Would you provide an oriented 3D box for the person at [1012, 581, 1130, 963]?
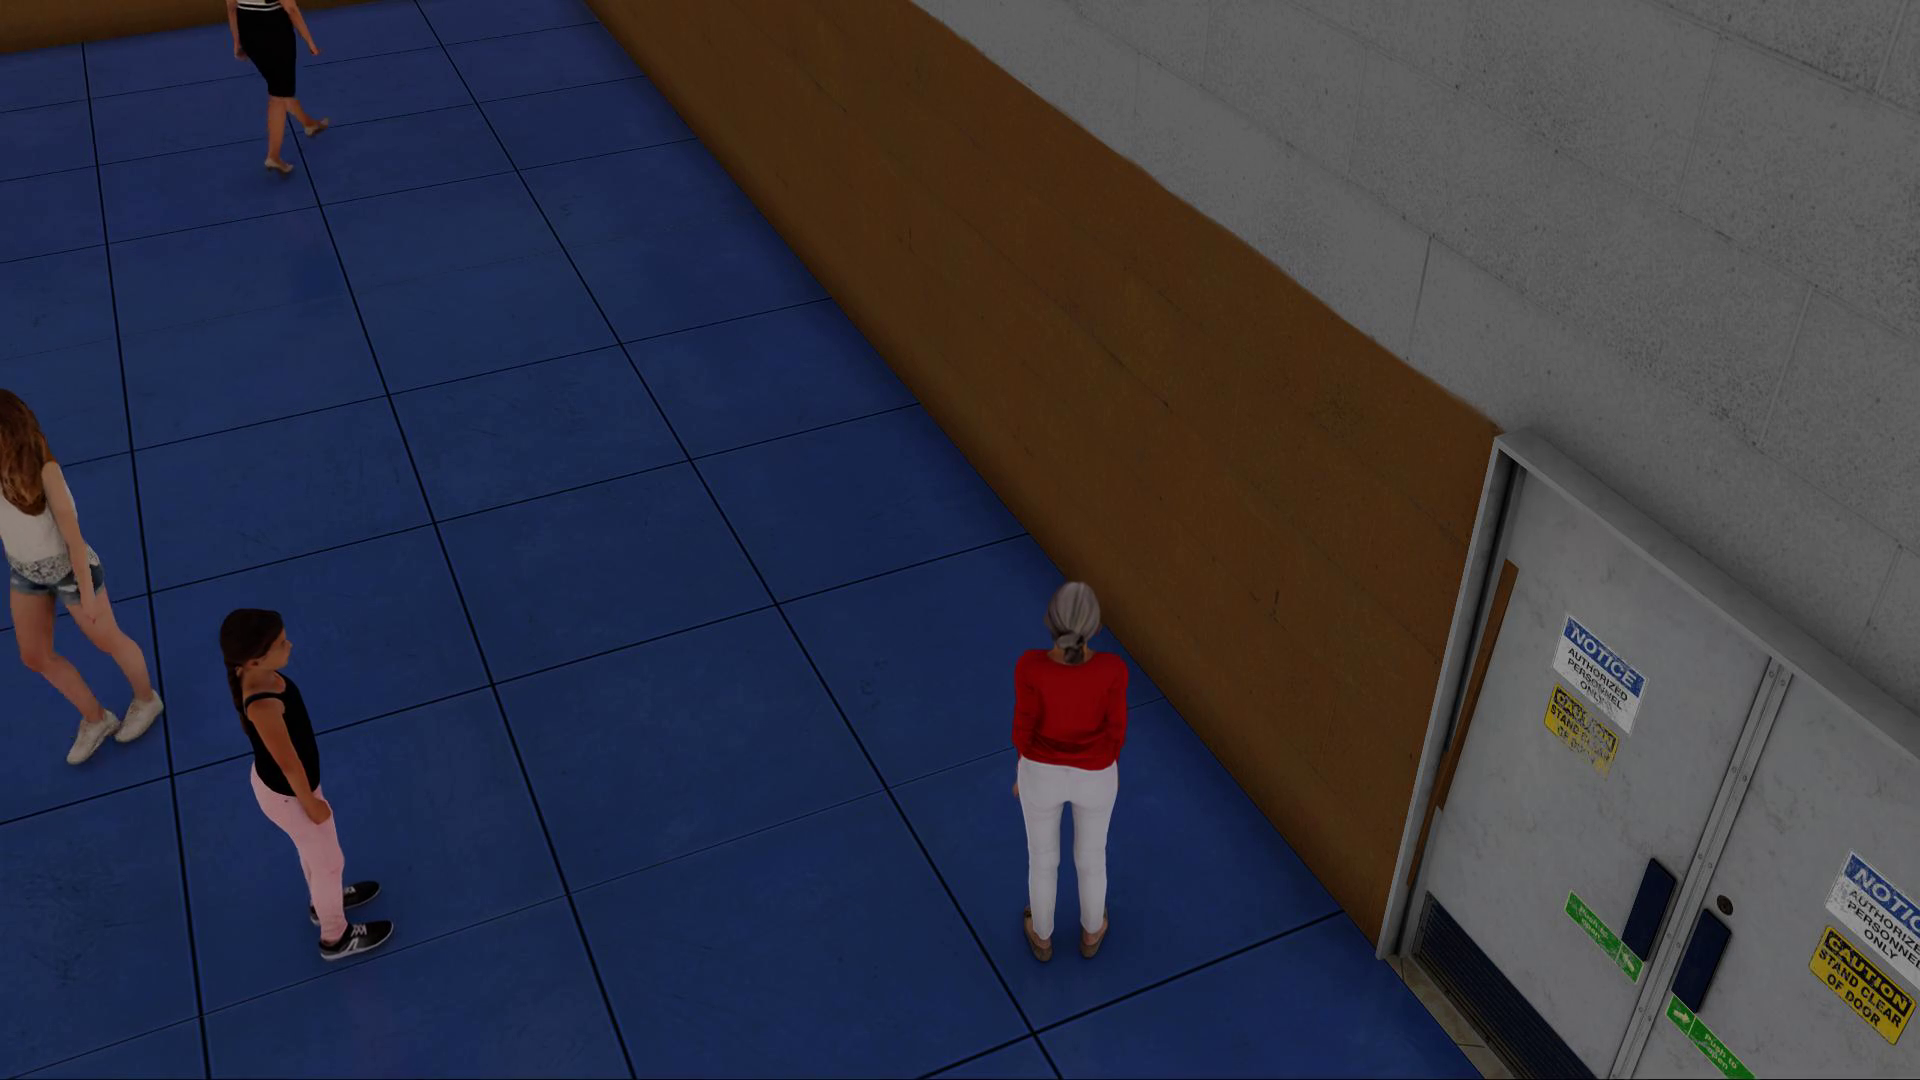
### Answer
[{"bbox_3d":[0.370,0.821,5.717,0.597,1.693,0.689,1,37,1],"label":"person"}]

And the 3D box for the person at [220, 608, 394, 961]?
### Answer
[{"bbox_3d":[-2.323,0.854,5.784,0.547,1.559,0.549,-21,42,-25],"label":"person"}]

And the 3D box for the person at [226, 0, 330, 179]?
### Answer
[{"bbox_3d":[-4.679,-3.269,11.154,1.112,1.707,1.135,9,38,12],"label":"person"}]

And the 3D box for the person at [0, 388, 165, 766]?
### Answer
[{"bbox_3d":[-3.520,0.096,6.641,0.774,1.743,0.834,12,38,15],"label":"person"}]
